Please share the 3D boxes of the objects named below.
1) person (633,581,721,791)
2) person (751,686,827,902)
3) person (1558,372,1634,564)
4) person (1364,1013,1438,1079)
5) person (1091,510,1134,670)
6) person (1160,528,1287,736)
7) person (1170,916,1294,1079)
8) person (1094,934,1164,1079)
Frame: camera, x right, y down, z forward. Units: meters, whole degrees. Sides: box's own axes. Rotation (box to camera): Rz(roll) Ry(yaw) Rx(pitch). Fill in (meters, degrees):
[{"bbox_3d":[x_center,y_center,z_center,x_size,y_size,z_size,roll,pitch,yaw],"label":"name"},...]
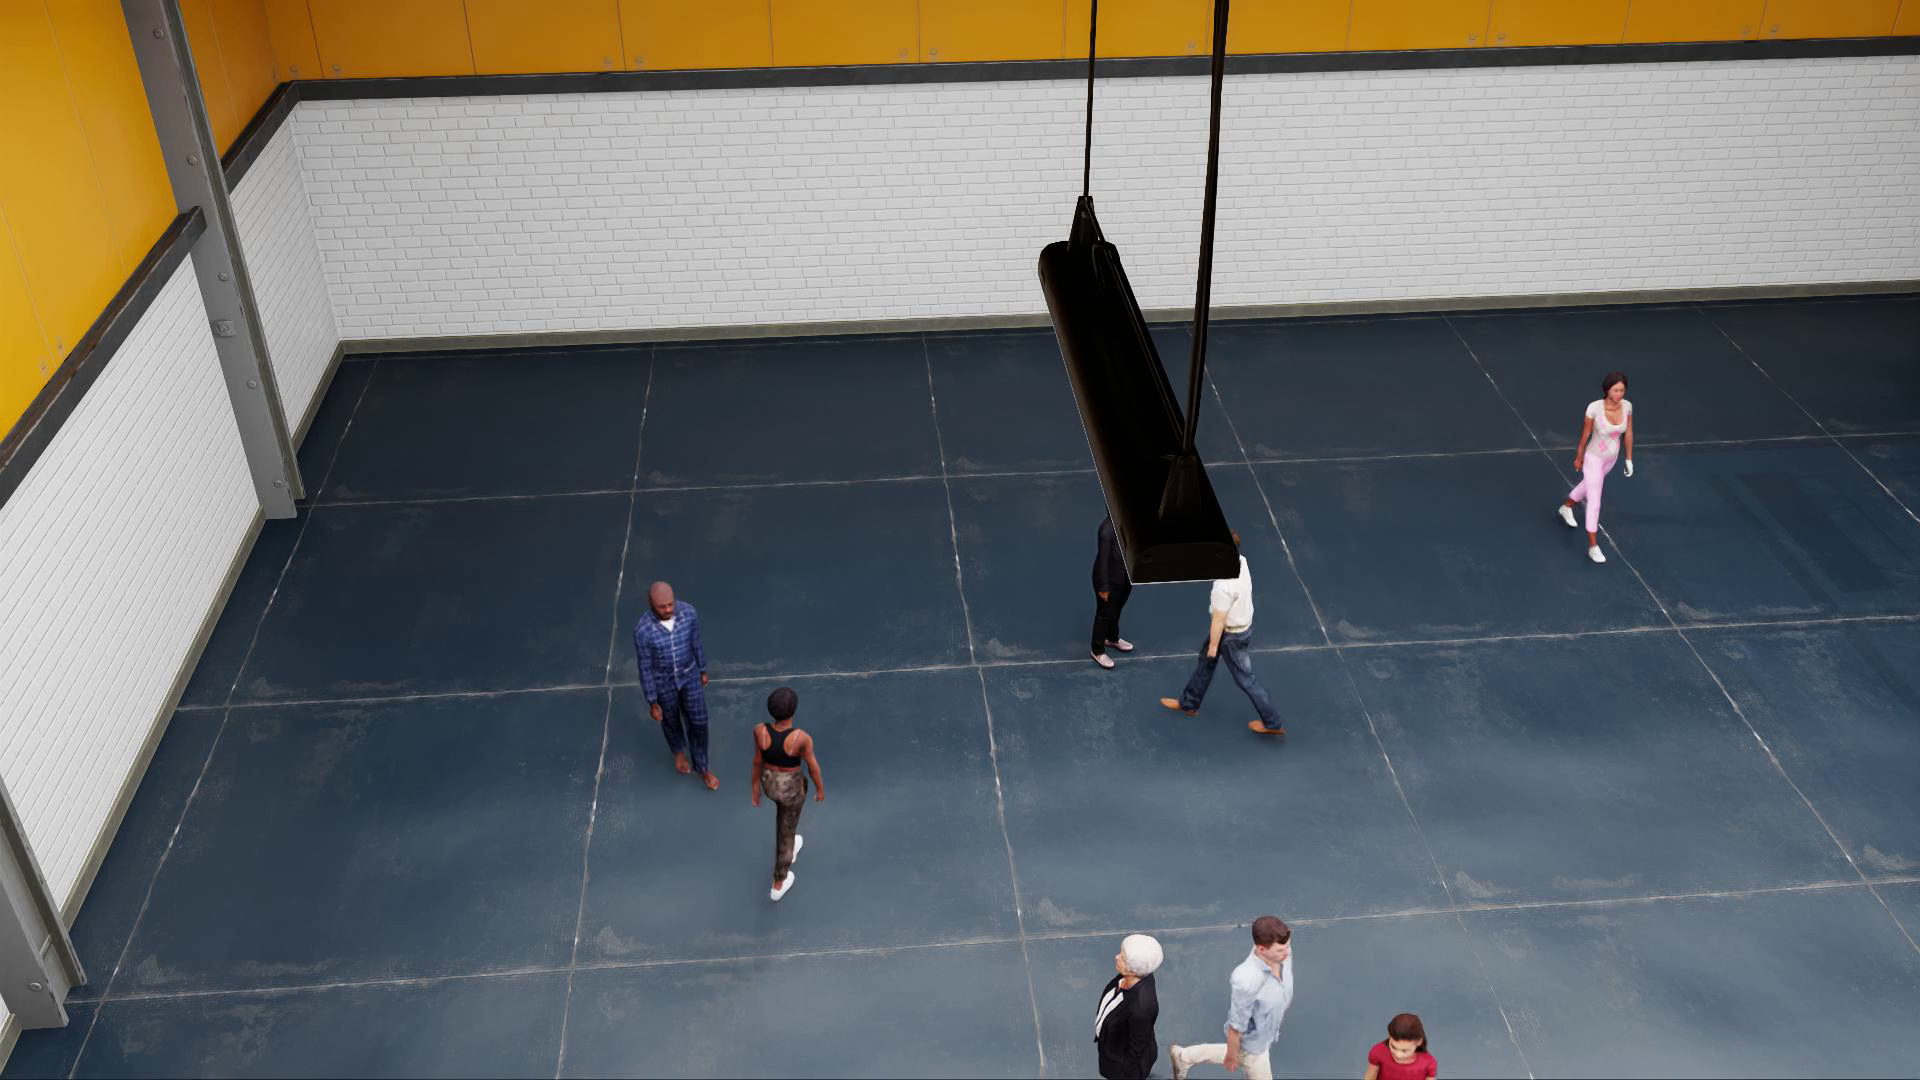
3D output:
[{"bbox_3d":[-2.130,0.971,12.172,0.871,1.790,0.966,-17,37,-23],"label":"person"},{"bbox_3d":[-1.208,1.744,11.110,0.803,1.678,0.926,11,35,16],"label":"person"},{"bbox_3d":[5.666,-0.743,14.835,0.690,1.695,1.171,-6,34,-9],"label":"person"},{"bbox_3d":[2.420,3.095,9.234,0.667,1.504,1.094,4,34,6],"label":"person"},{"bbox_3d":[1.254,0.271,13.382,0.828,1.615,0.763,23,40,30],"label":"person"},{"bbox_3d":[2.137,0.741,12.514,1.100,1.793,1.277,13,36,19],"label":"person"},{"bbox_3d":[1.588,2.763,9.451,1.128,1.816,1.112,22,40,30],"label":"person"},{"bbox_3d":[0.852,2.814,9.122,0.726,1.772,0.639,1,34,1],"label":"person"}]
